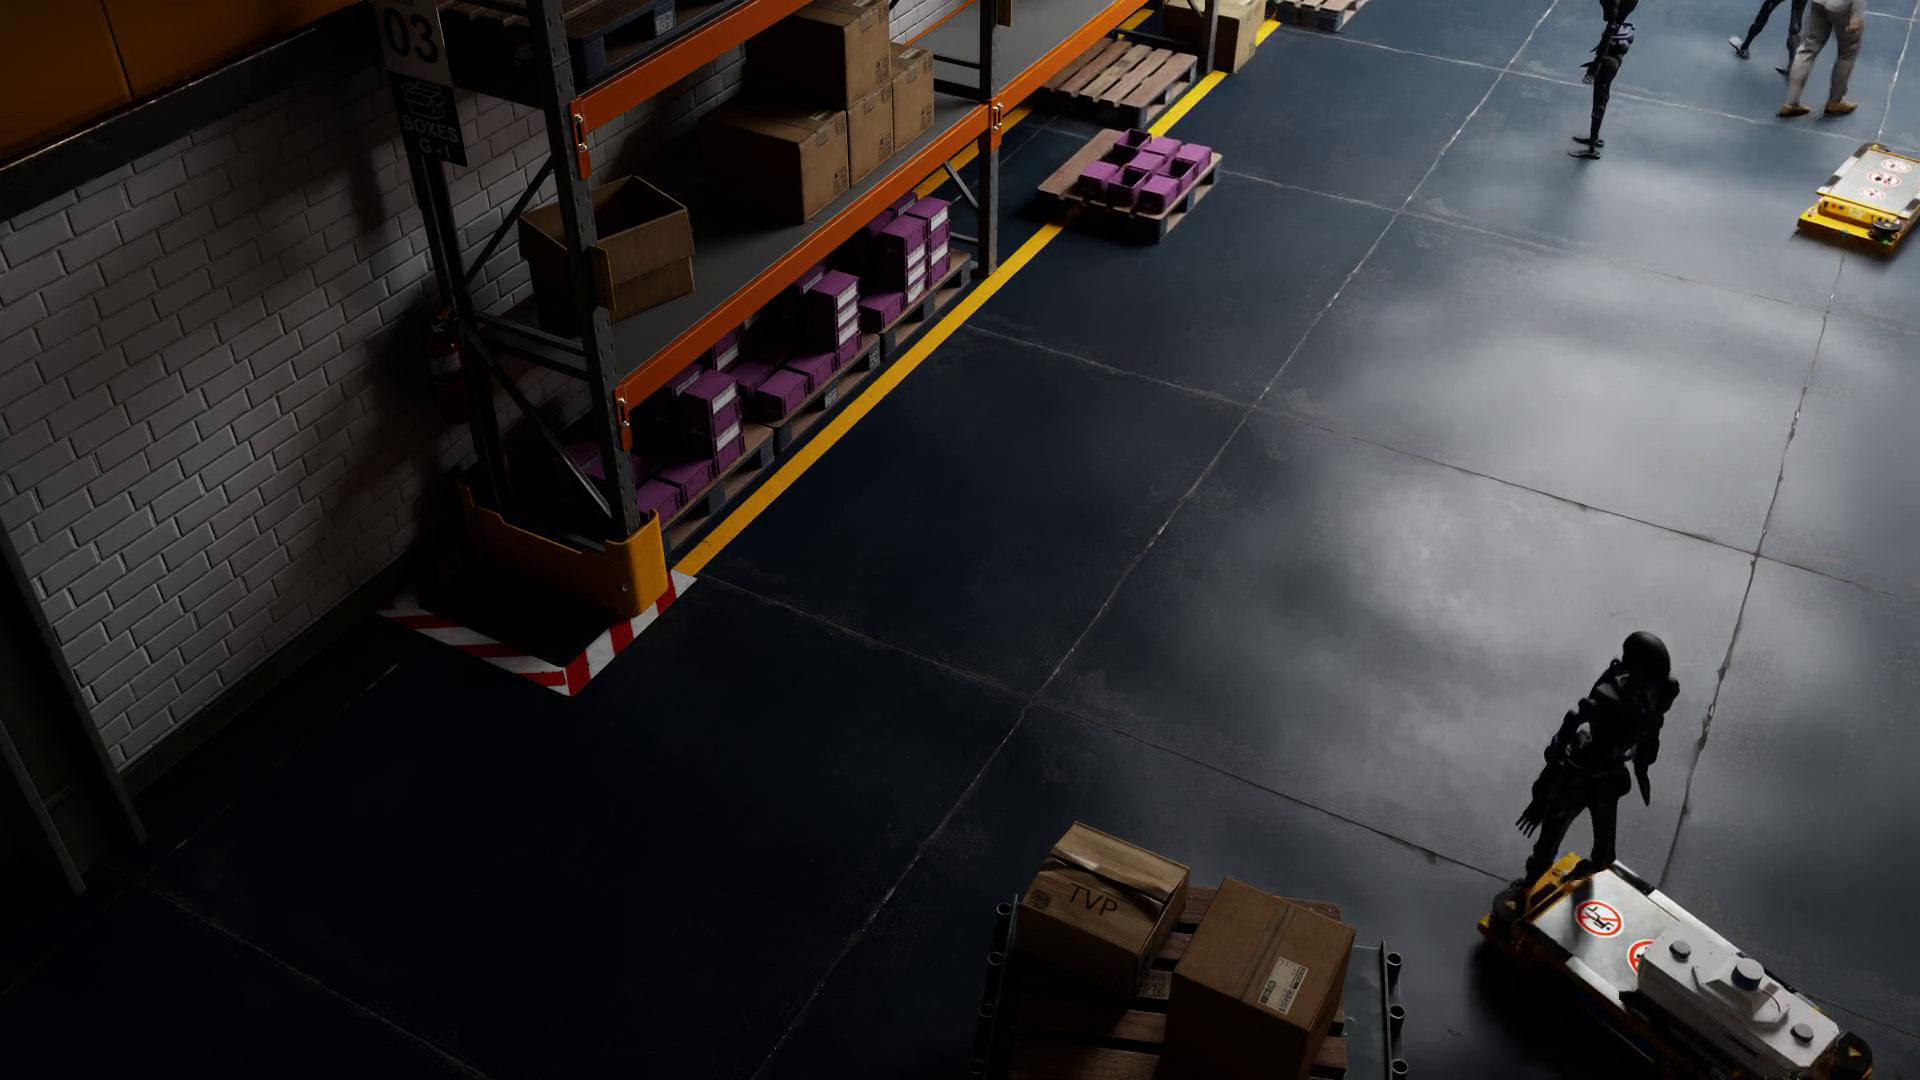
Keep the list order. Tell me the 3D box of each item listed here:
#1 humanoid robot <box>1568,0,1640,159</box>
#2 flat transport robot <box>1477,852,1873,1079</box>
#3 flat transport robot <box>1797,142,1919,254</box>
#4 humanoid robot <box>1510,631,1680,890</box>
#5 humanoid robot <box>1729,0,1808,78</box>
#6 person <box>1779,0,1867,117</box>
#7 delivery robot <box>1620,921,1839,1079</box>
[{"bbox_3d":[4.982,-3.767,12.791,0.315,1.657,0.599,18,42,21],"label":"humanoid robot"},{"bbox_3d":[2.933,1.867,6.886,0.659,0.231,1.431,-25,45,-28],"label":"flat transport robot"},{"bbox_3d":[6.852,-2.569,12.431,0.659,0.231,1.431,28,46,30],"label":"flat transport robot"},{"bbox_3d":[2.599,0.993,6.854,0.609,1.644,0.319,-14,41,-17],"label":"humanoid robot"},{"bbox_3d":[7.079,-4.828,14.157,0.600,1.625,0.755,-8,39,-10],"label":"humanoid robot"},{"bbox_3d":[7.130,-4.325,13.341,0.748,1.868,0.576,-15,41,-18],"label":"person"},{"bbox_3d":[3.046,1.888,6.647,0.499,0.614,0.812,-28,46,-30],"label":"delivery robot"}]
